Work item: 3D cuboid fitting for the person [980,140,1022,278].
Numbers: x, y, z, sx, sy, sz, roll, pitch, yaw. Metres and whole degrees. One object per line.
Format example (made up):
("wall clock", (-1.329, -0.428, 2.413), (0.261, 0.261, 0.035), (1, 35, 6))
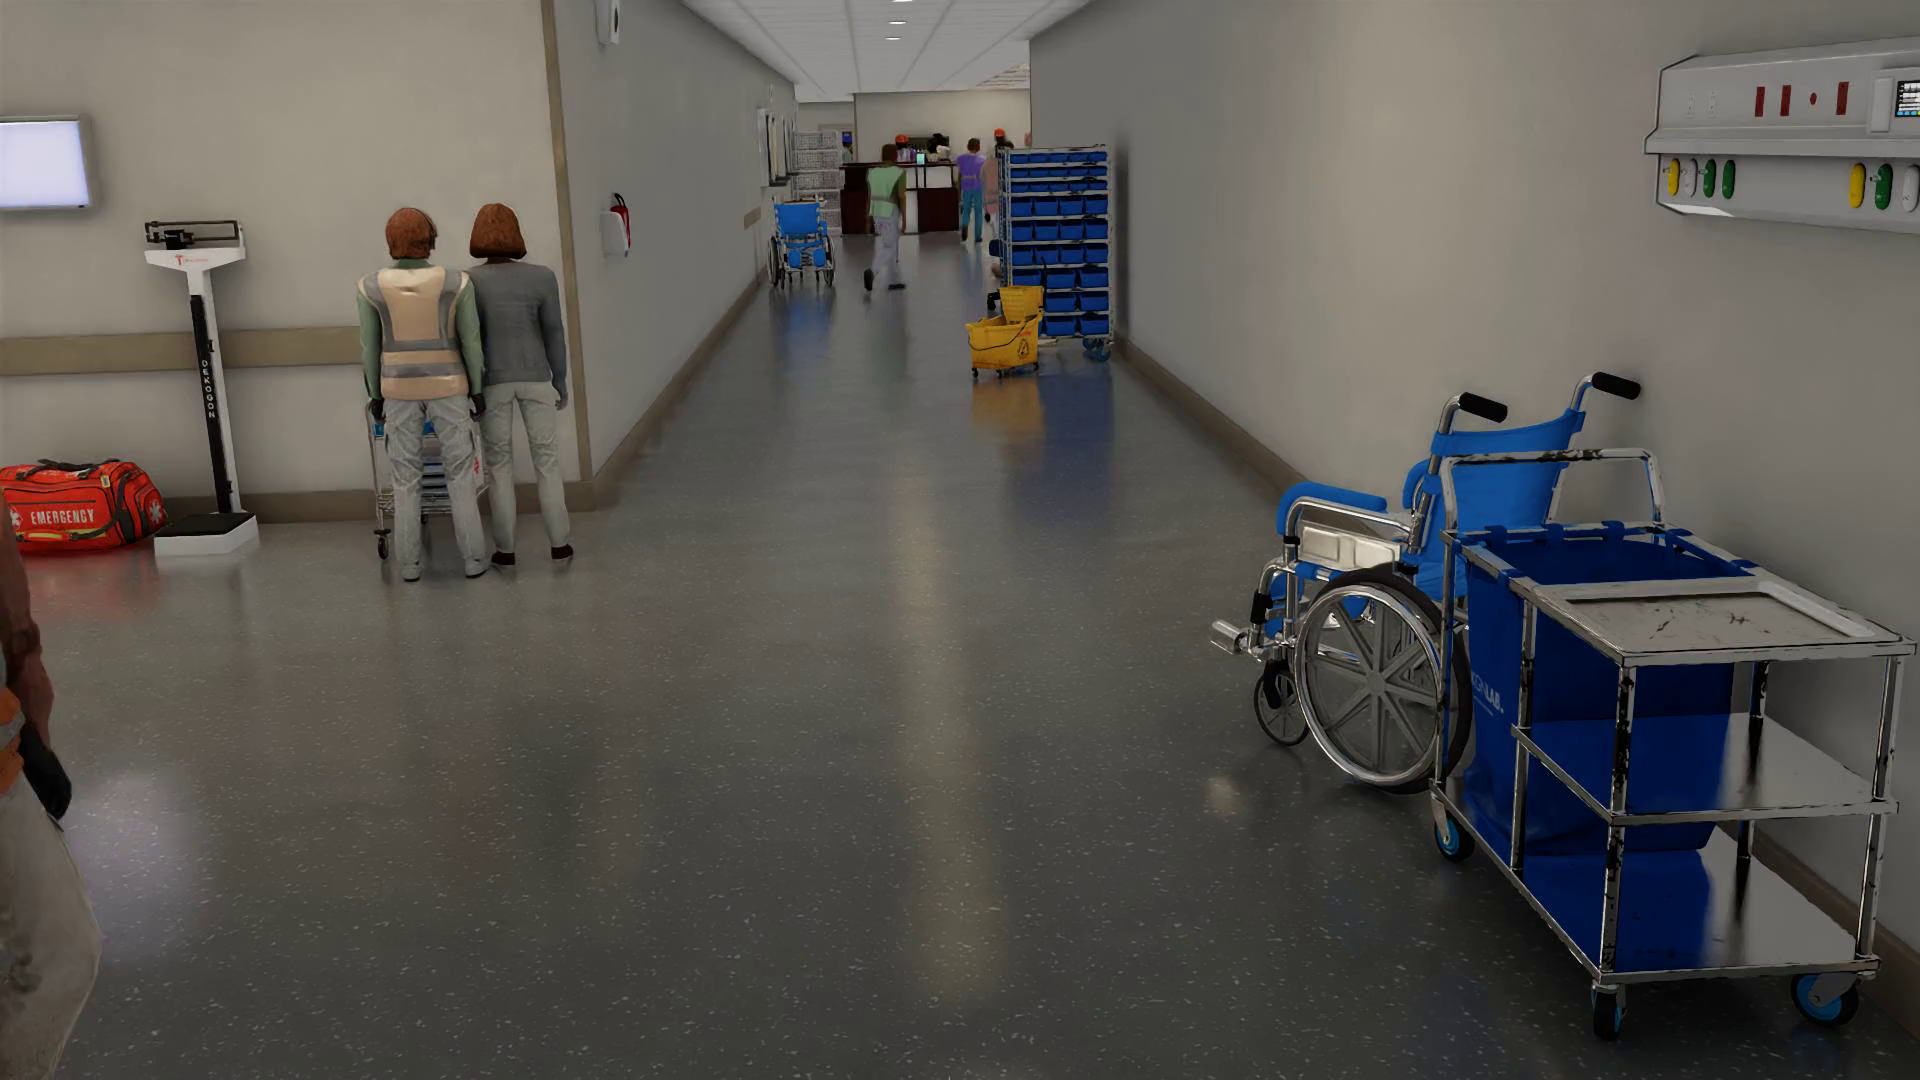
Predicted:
("person", (0.543, -4.387, 22.068), (0.642, 1.802, 0.869), (10, 18, 39))

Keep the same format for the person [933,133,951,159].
("person", (-0.529, -9.155, 41.447), (0.647, 1.948, 0.439), (-7, 15, -21))

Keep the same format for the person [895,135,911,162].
("person", (-1.445, -8.934, 40.712), (0.543, 1.930, 0.388), (-7, 15, -20))

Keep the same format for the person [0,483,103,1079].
("person", (-1.724, 0.451, 2.788), (0.378, 1.620, 0.542), (4, 15, 23))

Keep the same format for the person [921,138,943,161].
("person", (-0.614, -8.205, 37.820), (0.630, 1.835, 0.429), (-11, 16, -32))

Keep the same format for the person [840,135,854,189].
("person", (-2.906, -9.443, 42.931), (0.384, 1.948, 0.605), (-6, 14, -17))

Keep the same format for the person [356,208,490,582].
("person", (-2.337, -0.623, 7.281), (0.517, 1.632, 0.314), (-4, 14, -8))

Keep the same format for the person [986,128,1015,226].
("person", (0.841, -7.487, 34.348), (0.622, 1.994, 0.381), (0, 14, 6))

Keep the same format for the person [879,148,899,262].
("person", (-1.084, -5.116, 25.333), (0.372, 1.764, 0.537), (9, 18, 38))

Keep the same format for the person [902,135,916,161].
("person", (-1.361, -9.058, 41.206), (0.542, 1.928, 0.374), (5, 15, 27))

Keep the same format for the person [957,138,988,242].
("person", (0.215, -6.159, 29.322), (0.584, 1.825, 0.581), (2, 14, 16))

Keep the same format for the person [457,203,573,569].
("person", (-2.009, -0.682, 7.470), (0.497, 1.634, 0.279), (-6, 14, -17))

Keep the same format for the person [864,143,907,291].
("person", (-0.957, -3.962, 20.485), (0.586, 1.813, 0.840), (9, 17, 37))
